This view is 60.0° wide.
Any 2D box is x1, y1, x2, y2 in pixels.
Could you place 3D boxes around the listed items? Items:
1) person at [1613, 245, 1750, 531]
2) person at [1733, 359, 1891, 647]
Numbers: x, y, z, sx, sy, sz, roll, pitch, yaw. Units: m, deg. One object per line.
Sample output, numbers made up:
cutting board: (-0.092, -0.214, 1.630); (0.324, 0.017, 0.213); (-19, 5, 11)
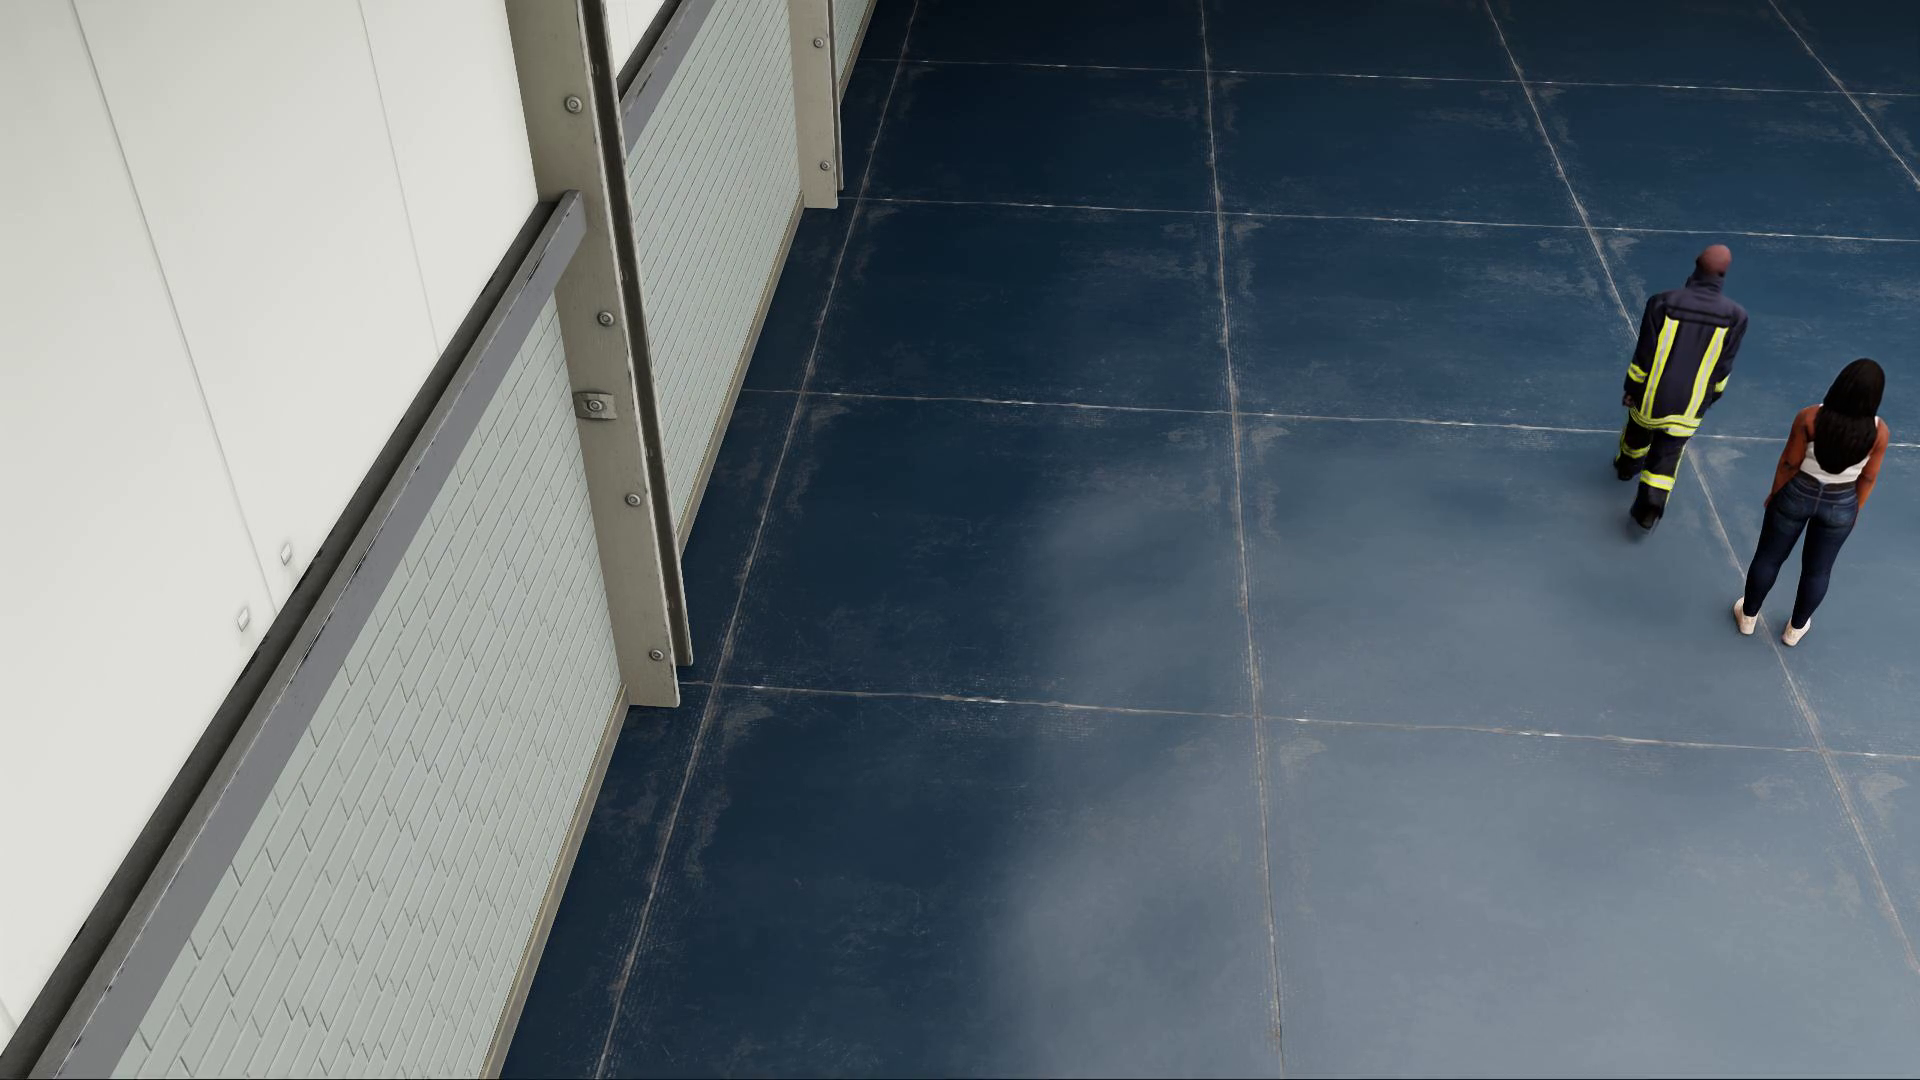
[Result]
person: (4.304, -0.891, 10.004); (0.932, 1.785, 1.267); (11, 39, 14)
person: (4.678, -0.197, 9.097); (0.723, 1.810, 0.725); (17, 41, 21)
